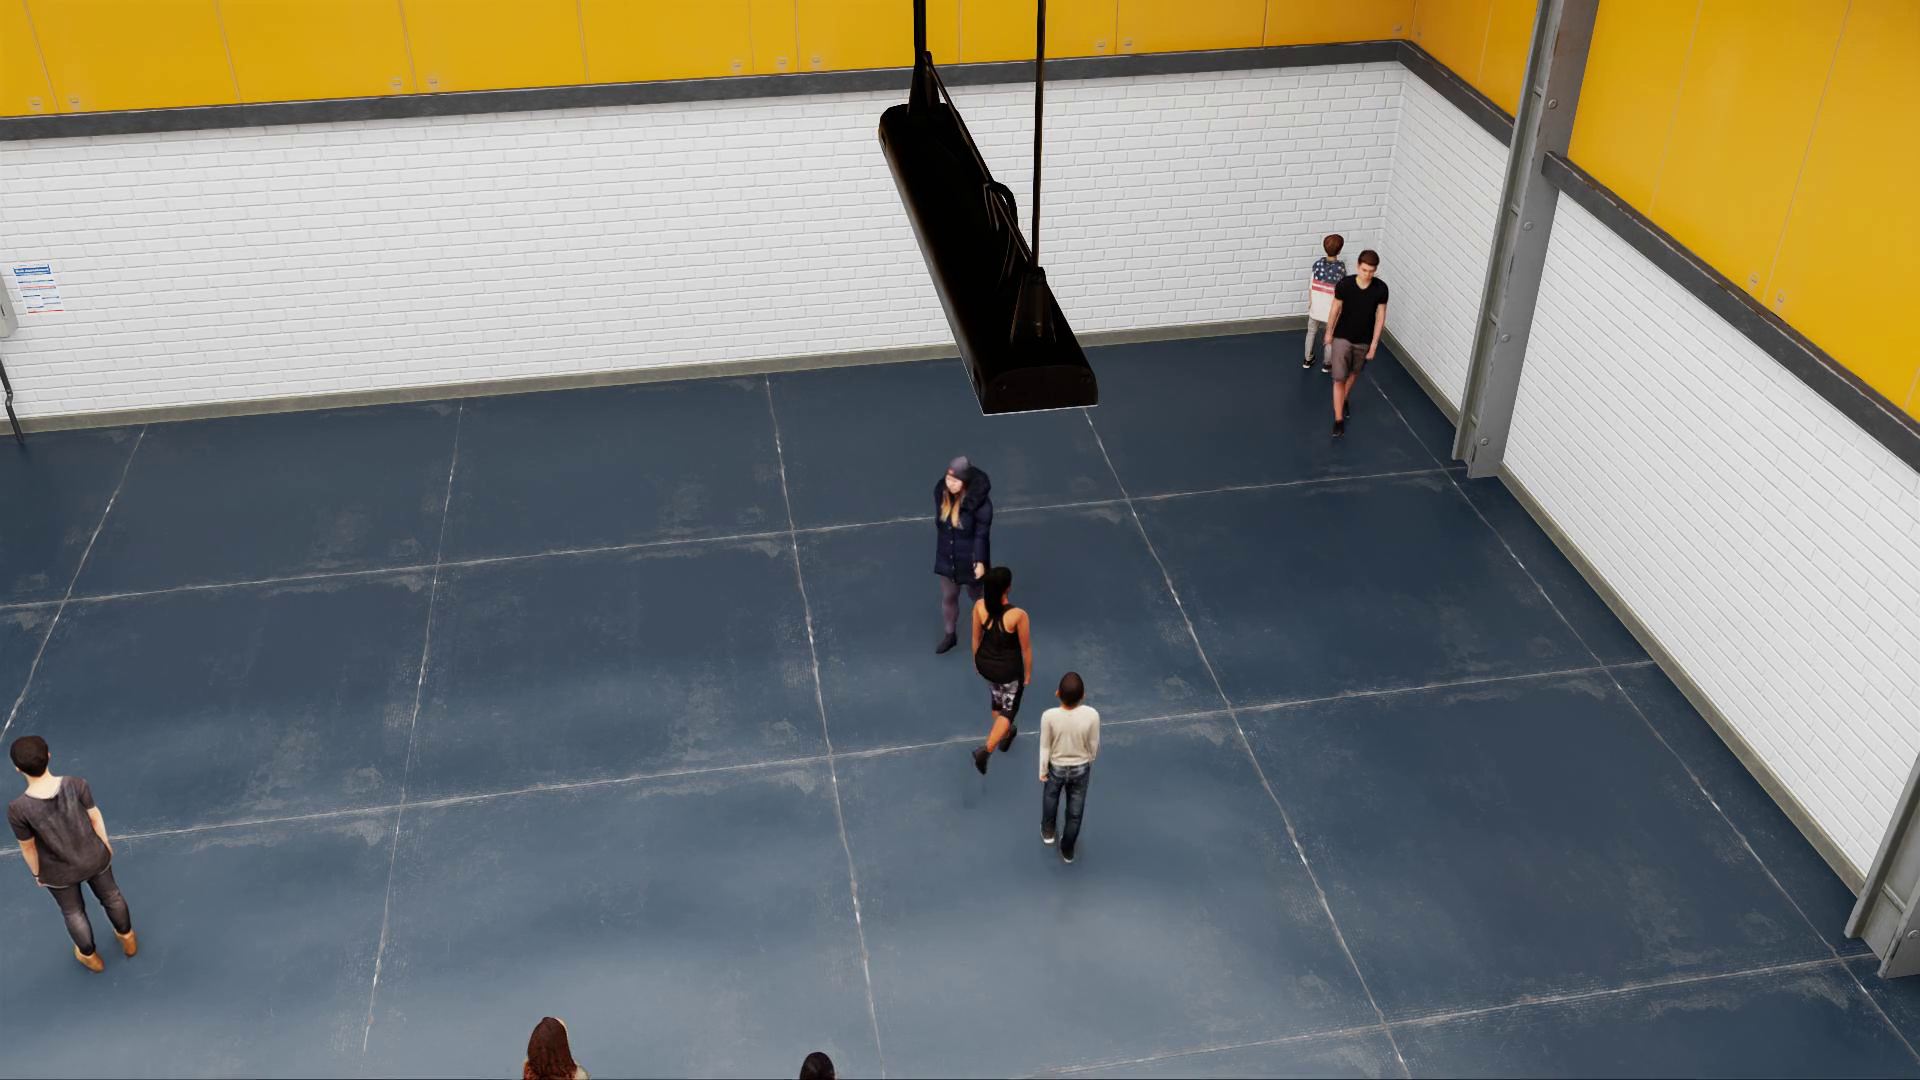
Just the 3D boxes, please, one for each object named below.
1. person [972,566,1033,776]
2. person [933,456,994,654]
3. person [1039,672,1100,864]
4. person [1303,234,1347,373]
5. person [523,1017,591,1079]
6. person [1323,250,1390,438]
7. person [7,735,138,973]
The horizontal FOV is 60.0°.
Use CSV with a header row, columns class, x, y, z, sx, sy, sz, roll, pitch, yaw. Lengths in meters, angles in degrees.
class,x,y,z,sx,sy,sz,roll,pitch,yaw
person,0.255,0.906,11.481,0.914,1.646,1.029,15,36,21
person,0.075,0.073,12.721,1.000,1.659,1.092,18,38,25
person,0.704,1.515,10.739,0.602,1.452,0.662,2,34,3
person,3.656,-2.378,16.608,0.585,1.438,0.639,19,38,27
person,-2.020,3.028,8.447,0.707,1.469,0.740,13,36,19
person,3.693,-1.933,15.599,0.869,1.814,1.178,4,34,6
person,-5.316,1.880,9.956,0.687,1.711,0.689,-22,40,-30
